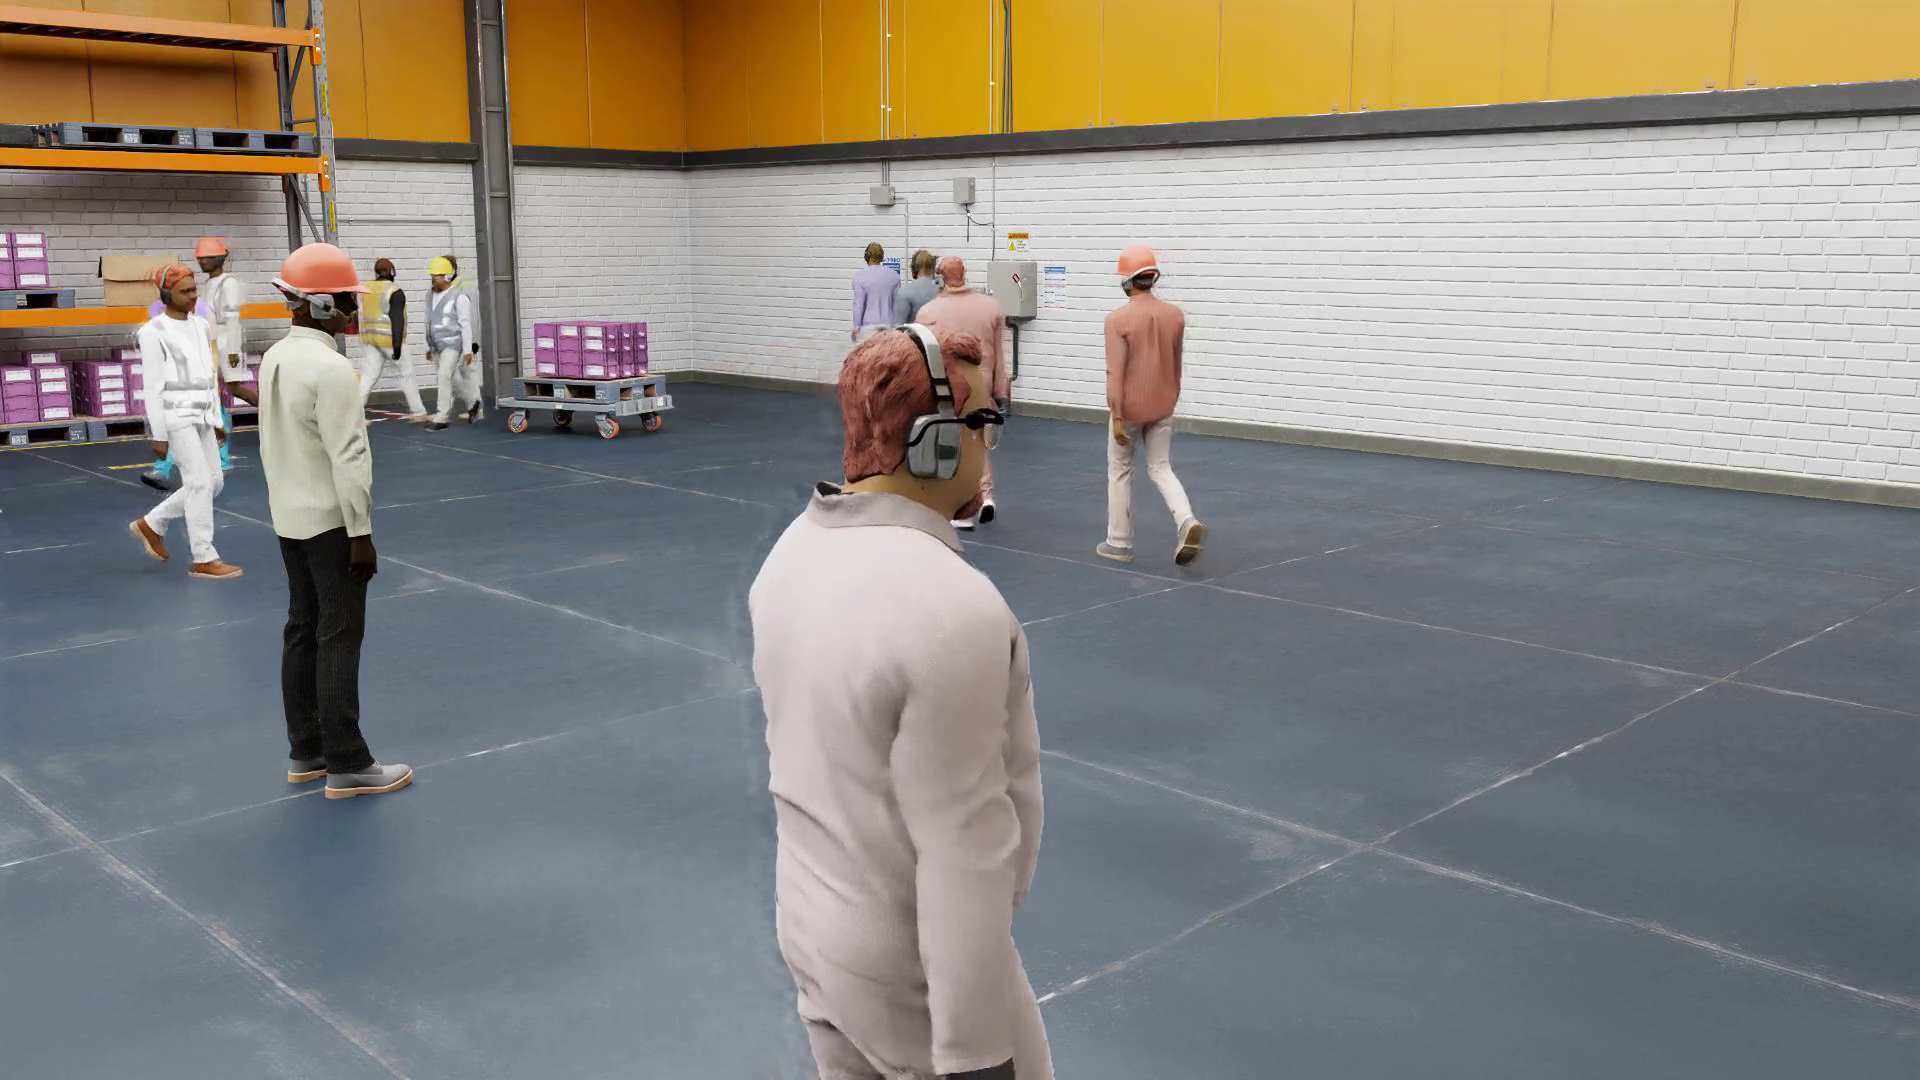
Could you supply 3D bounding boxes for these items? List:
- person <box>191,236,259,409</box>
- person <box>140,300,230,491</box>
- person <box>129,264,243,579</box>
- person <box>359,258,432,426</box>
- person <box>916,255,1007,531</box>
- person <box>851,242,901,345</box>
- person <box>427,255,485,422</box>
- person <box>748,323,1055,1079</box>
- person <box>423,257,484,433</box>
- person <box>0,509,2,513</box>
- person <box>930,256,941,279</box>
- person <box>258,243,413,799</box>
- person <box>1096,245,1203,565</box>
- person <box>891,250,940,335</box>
[{"bbox_3d":[-6.932,-1.867,15.809,0.617,2.017,0.875,9,14,41],"label":"person"},{"bbox_3d":[-6.183,-1.292,13.304,0.584,1.774,1.058,1,10,6],"label":"person"},{"bbox_3d":[-4.621,-0.691,9.817,0.648,1.854,0.583,1,10,7],"label":"person"},{"bbox_3d":[-6.163,-2.110,17.765,0.624,1.792,0.936,6,12,29],"label":"person"},{"bbox_3d":[-0.015,-1.000,11.423,0.667,1.882,0.434,-5,11,-24],"label":"person"},{"bbox_3d":[-0.985,-2.484,19.369,0.627,1.940,0.371,-7,12,-32],"label":"person"},{"bbox_3d":[-5.542,-2.173,18.039,0.817,1.795,0.636,-9,14,-42],"label":"person"},{"bbox_3d":[-0.064,0.622,2.540,0.416,1.892,0.672,-6,12,-28],"label":"person"},{"bbox_3d":[-5.296,-2.040,17.305,0.602,1.804,0.773,7,13,34],"label":"person"},{"bbox_3d":[-7.214,-1.056,11.694,0.611,1.911,0.639,3,11,14],"label":"person"},{"bbox_3d":[-0.208,-2.018,17.179,0.513,1.807,1.004,-8,13,-38],"label":"person"},{"bbox_3d":[-2.290,-0.068,6.041,0.622,1.992,0.396,10,14,43],"label":"person"},{"bbox_3d":[1.162,-0.808,10.164,0.615,1.969,0.798,-5,12,-26],"label":"person"},{"bbox_3d":[-0.340,-1.762,15.597,1.001,1.891,0.632,10,14,43],"label":"person"}]
